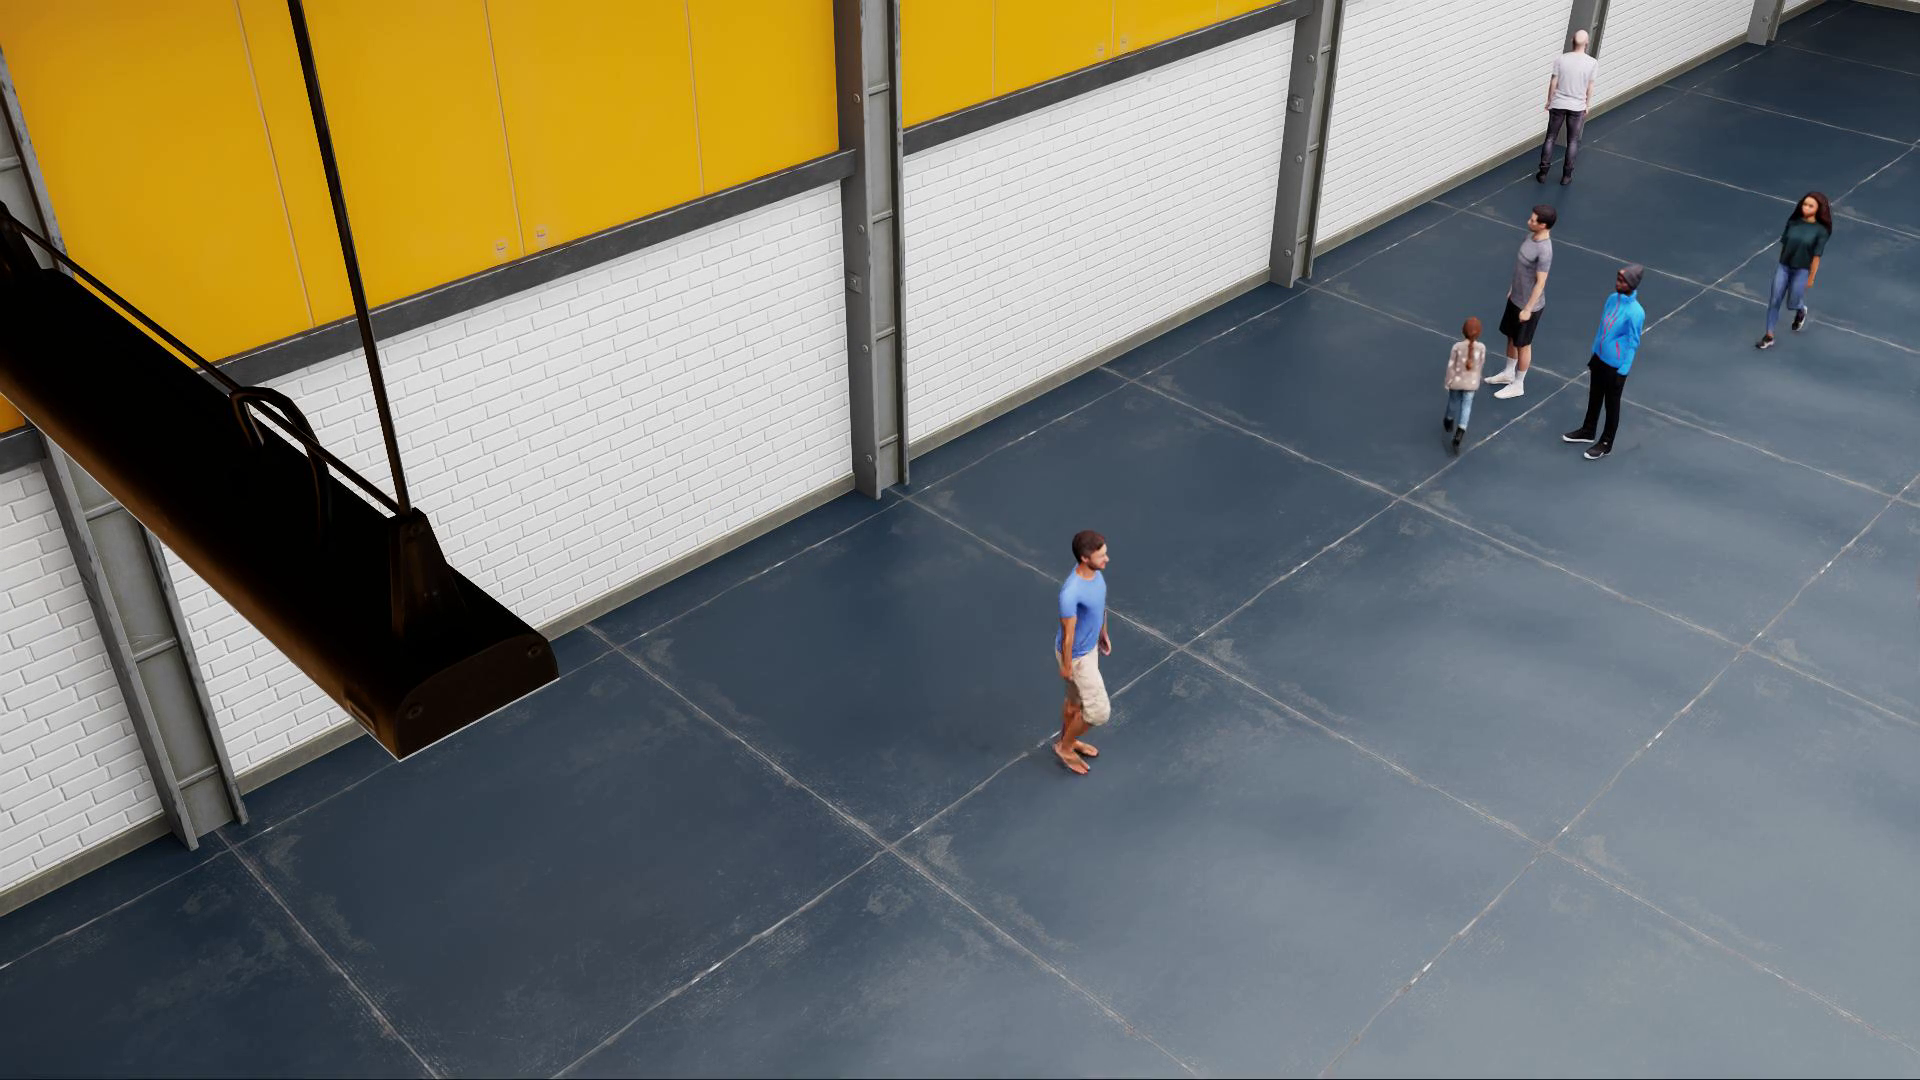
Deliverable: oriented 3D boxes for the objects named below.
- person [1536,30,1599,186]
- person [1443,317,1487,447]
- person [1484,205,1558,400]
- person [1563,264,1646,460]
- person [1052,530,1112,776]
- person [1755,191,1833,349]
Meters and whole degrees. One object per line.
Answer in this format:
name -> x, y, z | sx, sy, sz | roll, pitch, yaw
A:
person -> 7.239, -5.159, 19.827 | 0.747, 1.832, 0.740 | 11, 35, 16
person -> 4.481, -1.390, 14.750 | 0.705, 1.174, 0.861 | 8, 35, 12
person -> 5.242, -2.216, 15.361 | 0.782, 1.873, 0.735 | -2, 34, -2
person -> 5.678, -1.562, 14.450 | 0.686, 1.793, 0.685 | -10, 35, -14
person -> 0.716, 0.700, 10.994 | 0.817, 1.851, 0.731 | 11, 35, 16
person -> 8.198, -2.657, 16.270 | 0.893, 1.602, 0.655 | -23, 40, -30
